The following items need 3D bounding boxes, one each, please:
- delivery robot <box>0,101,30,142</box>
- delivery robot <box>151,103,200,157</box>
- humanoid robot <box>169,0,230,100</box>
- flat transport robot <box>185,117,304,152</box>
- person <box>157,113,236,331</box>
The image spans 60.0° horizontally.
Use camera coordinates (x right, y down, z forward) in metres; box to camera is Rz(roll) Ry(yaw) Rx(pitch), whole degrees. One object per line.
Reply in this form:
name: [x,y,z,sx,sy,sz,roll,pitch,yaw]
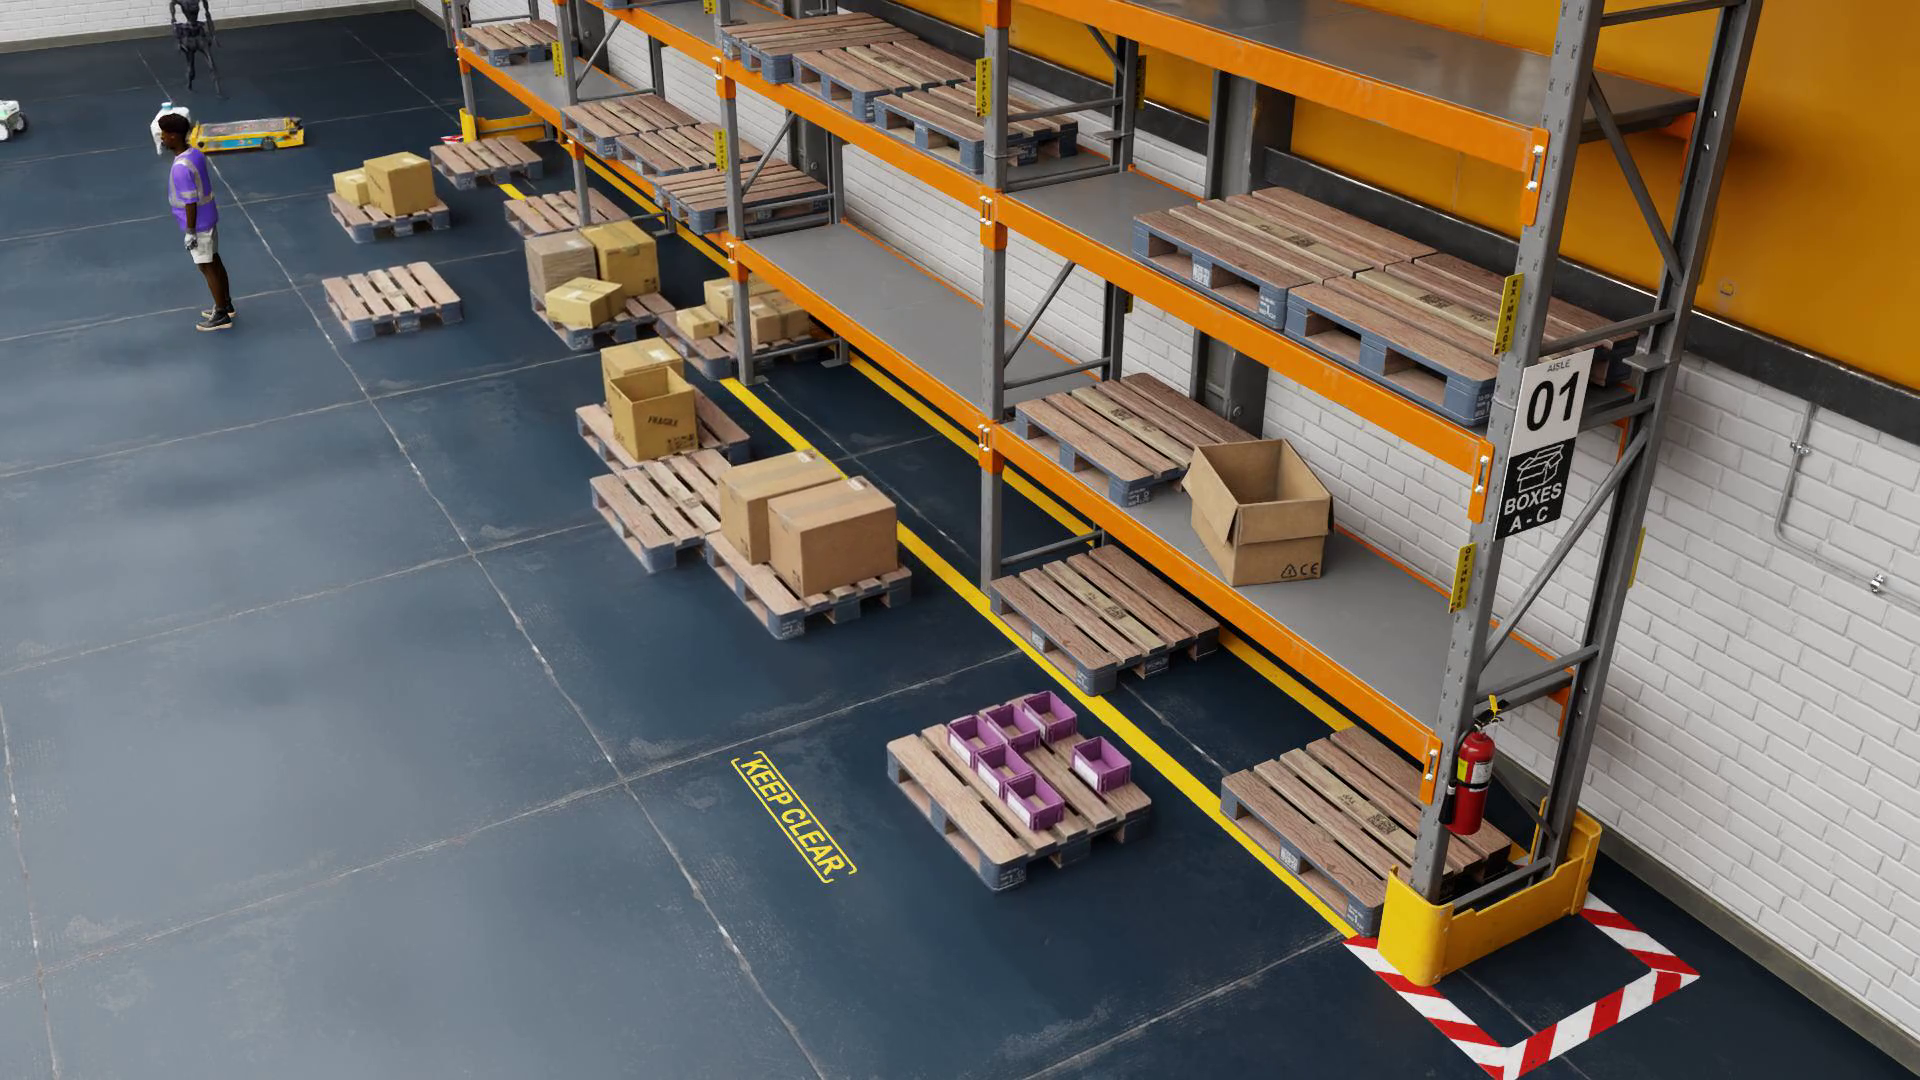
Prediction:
delivery robot: [-12.019,-5.242,20.616,0.804,0.614,0.499,1,30,1]
delivery robot: [-9.553,-5.004,20.182,0.499,0.601,0.775,-7,30,-12]
humanoid robot: [-10.161,-6.679,22.047,0.781,1.627,0.609,21,36,32]
flat transport robot: [-8.795,-4.935,20.345,1.431,0.231,0.659,-9,31,-15]
person: [-6.877,-2.868,14.975,0.368,1.966,0.605,-6,30,-10]
